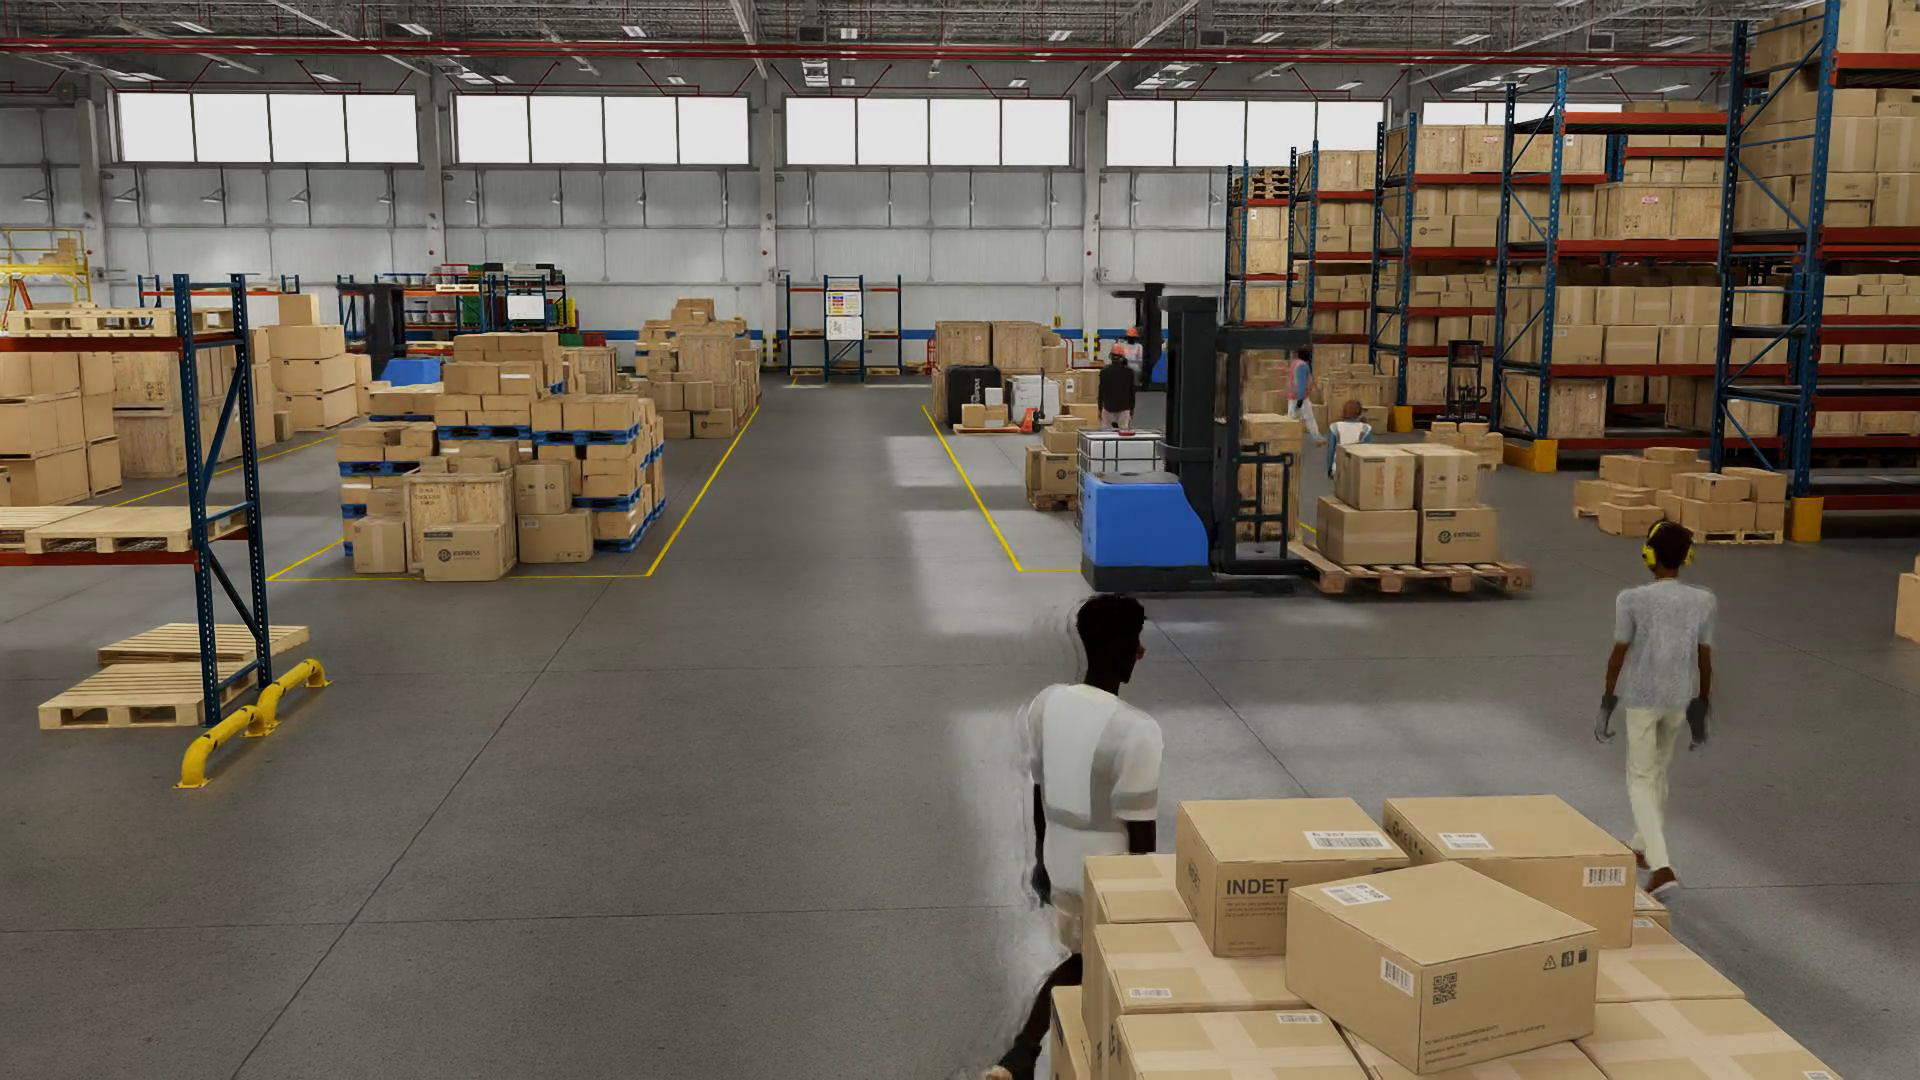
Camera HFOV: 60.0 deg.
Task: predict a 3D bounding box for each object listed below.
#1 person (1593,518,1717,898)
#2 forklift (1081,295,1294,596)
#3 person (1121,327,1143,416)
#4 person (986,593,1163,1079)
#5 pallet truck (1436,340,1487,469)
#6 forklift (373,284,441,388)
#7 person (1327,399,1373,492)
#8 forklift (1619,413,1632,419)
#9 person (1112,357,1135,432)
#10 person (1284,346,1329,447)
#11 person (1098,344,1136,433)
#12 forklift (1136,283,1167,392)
[{"bbox_3d":[3.426,0.820,8.195,0.560,1.876,0.722,0,9,-3],"label":"person"},{"bbox_3d":[2.159,-0.931,15.873,1.873,2.768,1.129,-1,9,-4],"label":"forklift"},{"bbox_3d":[3.684,-3.667,36.064,0.555,1.923,0.724,0,9,-1],"label":"person"},{"bbox_3d":[0.438,1.140,5.775,0.615,1.946,0.613,-7,11,-37],"label":"person"},{"bbox_3d":[8.004,-2.170,26.422,0.823,1.965,1.885,2,9,14],"label":"pallet truck"},{"bbox_3d":[-13.140,-4.539,38.528,1.873,2.768,1.129,1,9,9],"label":"forklift"},{"bbox_3d":[4.440,-0.790,18.954,0.519,1.617,0.646,3,10,19],"label":"person"},{"bbox_3d":[13.356,-4.019,35.265,1.129,2.768,1.873,-1,9,-4],"label":"forklift"},{"bbox_3d":[2.675,-2.236,27.768,0.535,1.700,0.318,-5,11,-31],"label":"person"},{"bbox_3d":[6.037,-2.513,29.220,0.947,1.789,0.652,-1,9,-5],"label":"person"},{"bbox_3d":[2.472,-2.097,26.093,0.620,1.967,0.804,-2,9,-15],"label":"person"},{"bbox_3d":[4.946,-5.164,42.454,1.873,2.768,1.129,-1,9,-4],"label":"forklift"}]
